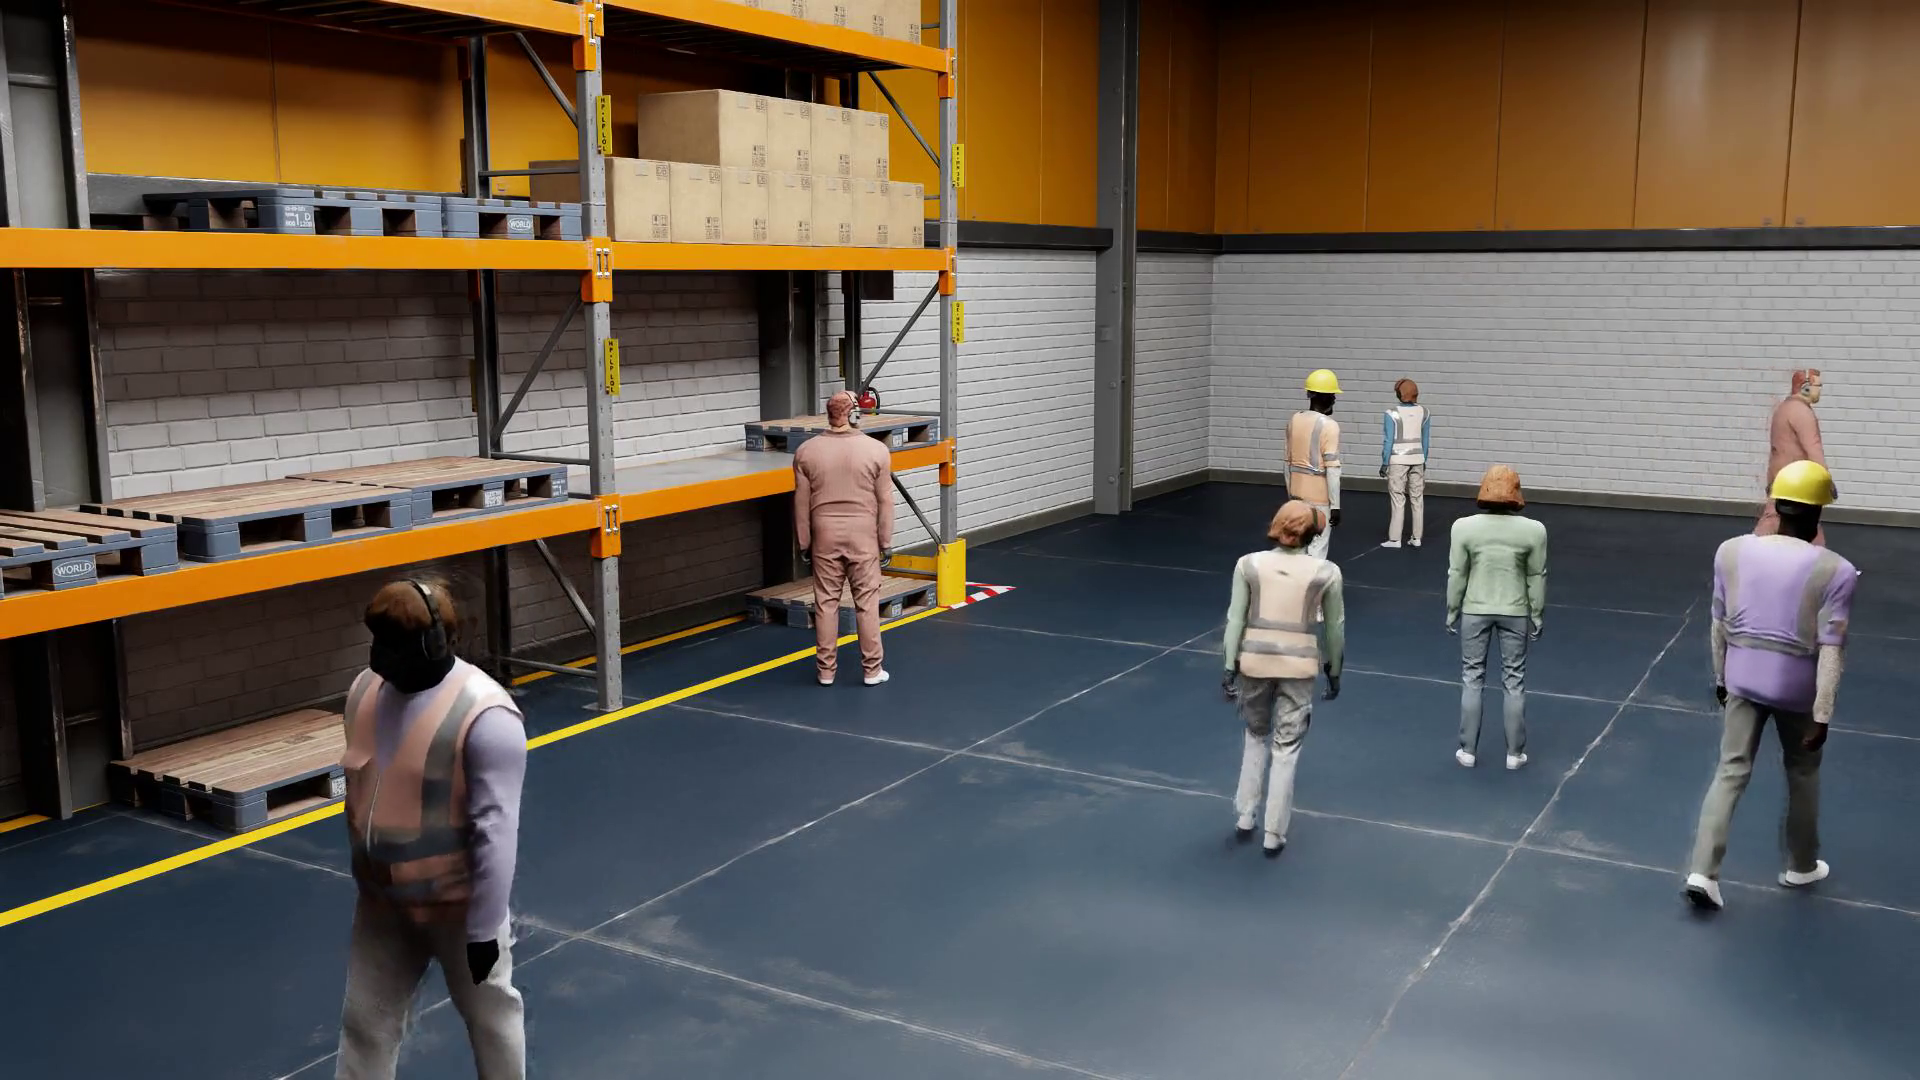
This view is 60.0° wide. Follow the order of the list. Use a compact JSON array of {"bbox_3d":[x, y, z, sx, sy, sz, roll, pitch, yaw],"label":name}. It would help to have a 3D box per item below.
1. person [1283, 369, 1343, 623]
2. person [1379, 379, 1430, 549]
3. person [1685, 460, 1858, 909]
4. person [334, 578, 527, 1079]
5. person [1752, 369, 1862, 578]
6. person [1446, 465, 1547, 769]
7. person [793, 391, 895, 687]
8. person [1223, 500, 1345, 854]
[{"bbox_3d":[2.705,-0.333,12.653,0.374,1.925,0.595,-4,10,-25],"label":"person"},{"bbox_3d":[4.279,-0.726,15.996,0.512,1.642,0.312,-3,10,-19],"label":"person"},{"bbox_3d":[3.394,0.603,6.963,0.971,1.885,0.589,-9,13,-44],"label":"person"},{"bbox_3d":[-1.542,1.017,4.577,0.659,1.808,0.883,5,10,28],"label":"person"},{"bbox_3d":[7.077,-0.510,13.999,1.013,1.851,0.637,3,10,18],"label":"person"},{"bbox_3d":[2.866,0.413,8.914,0.507,1.631,0.273,3,9,16],"label":"person"},{"bbox_3d":[-0.733,-0.002,10.664,0.643,1.905,0.400,1,9,6],"label":"person"},{"bbox_3d":[1.481,0.624,7.645,0.531,1.609,0.506,3,10,20],"label":"person"}]
